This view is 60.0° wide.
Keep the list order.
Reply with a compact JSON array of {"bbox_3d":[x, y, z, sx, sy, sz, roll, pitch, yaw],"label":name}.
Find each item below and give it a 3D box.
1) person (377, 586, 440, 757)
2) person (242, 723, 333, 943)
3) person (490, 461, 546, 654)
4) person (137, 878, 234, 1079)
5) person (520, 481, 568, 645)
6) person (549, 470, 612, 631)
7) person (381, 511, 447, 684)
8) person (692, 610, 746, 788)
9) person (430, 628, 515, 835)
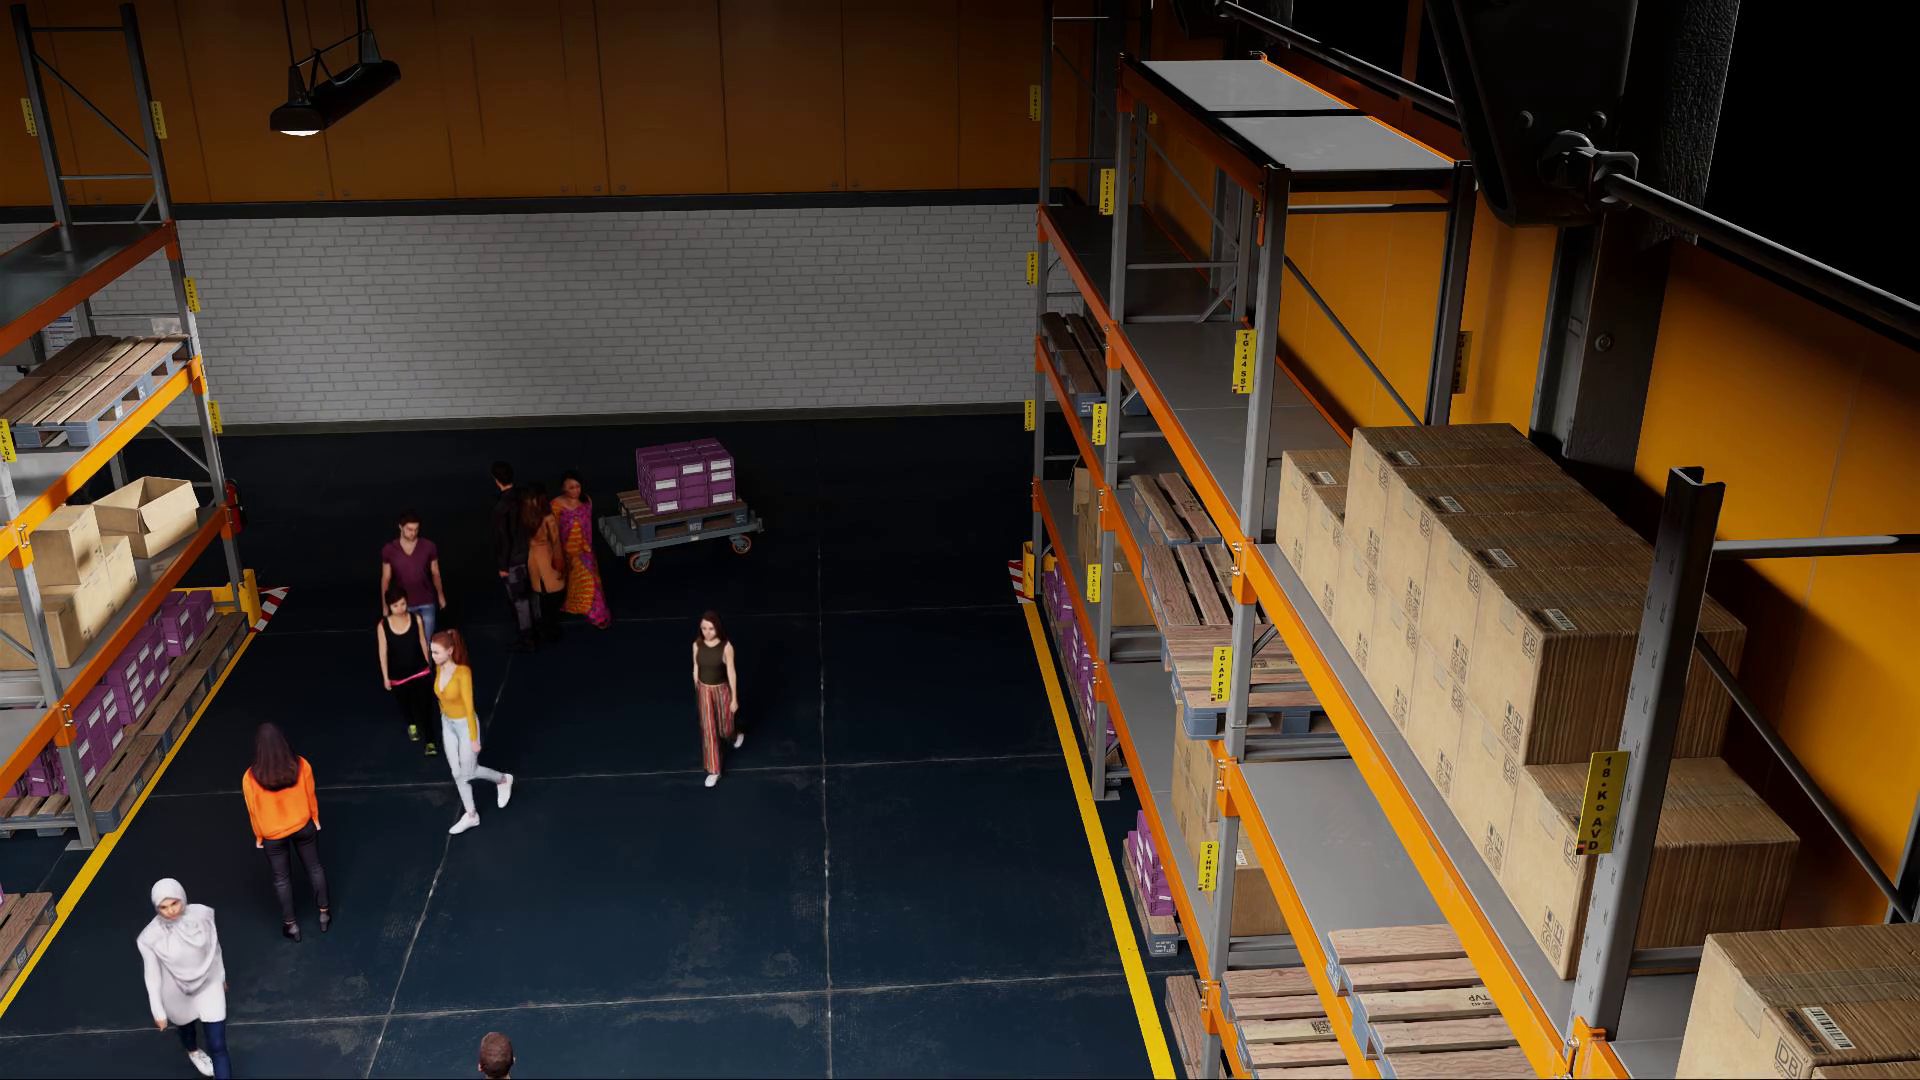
[{"bbox_3d":[-4.789,1.088,14.378,0.760,1.516,1.055,-10,25,-21],"label":"person"},{"bbox_3d":[-4.786,2.068,11.845,0.707,1.749,0.713,-15,28,-31],"label":"person"},{"bbox_3d":[-4.252,0.147,15.998,0.835,1.944,0.678,7,25,17],"label":"person"},{"bbox_3d":[-4.767,2.765,10.292,1.031,1.716,1.272,-18,29,-35],"label":"person"},{"bbox_3d":[-4.055,0.276,15.993,0.833,1.710,0.888,7,25,15],"label":"person"},{"bbox_3d":[-3.886,0.059,16.569,0.995,1.648,1.239,-15,28,-31],"label":"person"},{"bbox_3d":[-4.993,0.551,15.261,0.678,1.793,1.168,-2,24,-4],"label":"person"},{"bbox_3d":[-2.028,1.260,13.951,0.742,1.543,1.008,6,24,14],"label":"person"},{"bbox_3d":[-3.891,1.480,13.205,0.890,1.738,0.967,16,28,32],"label":"person"}]
